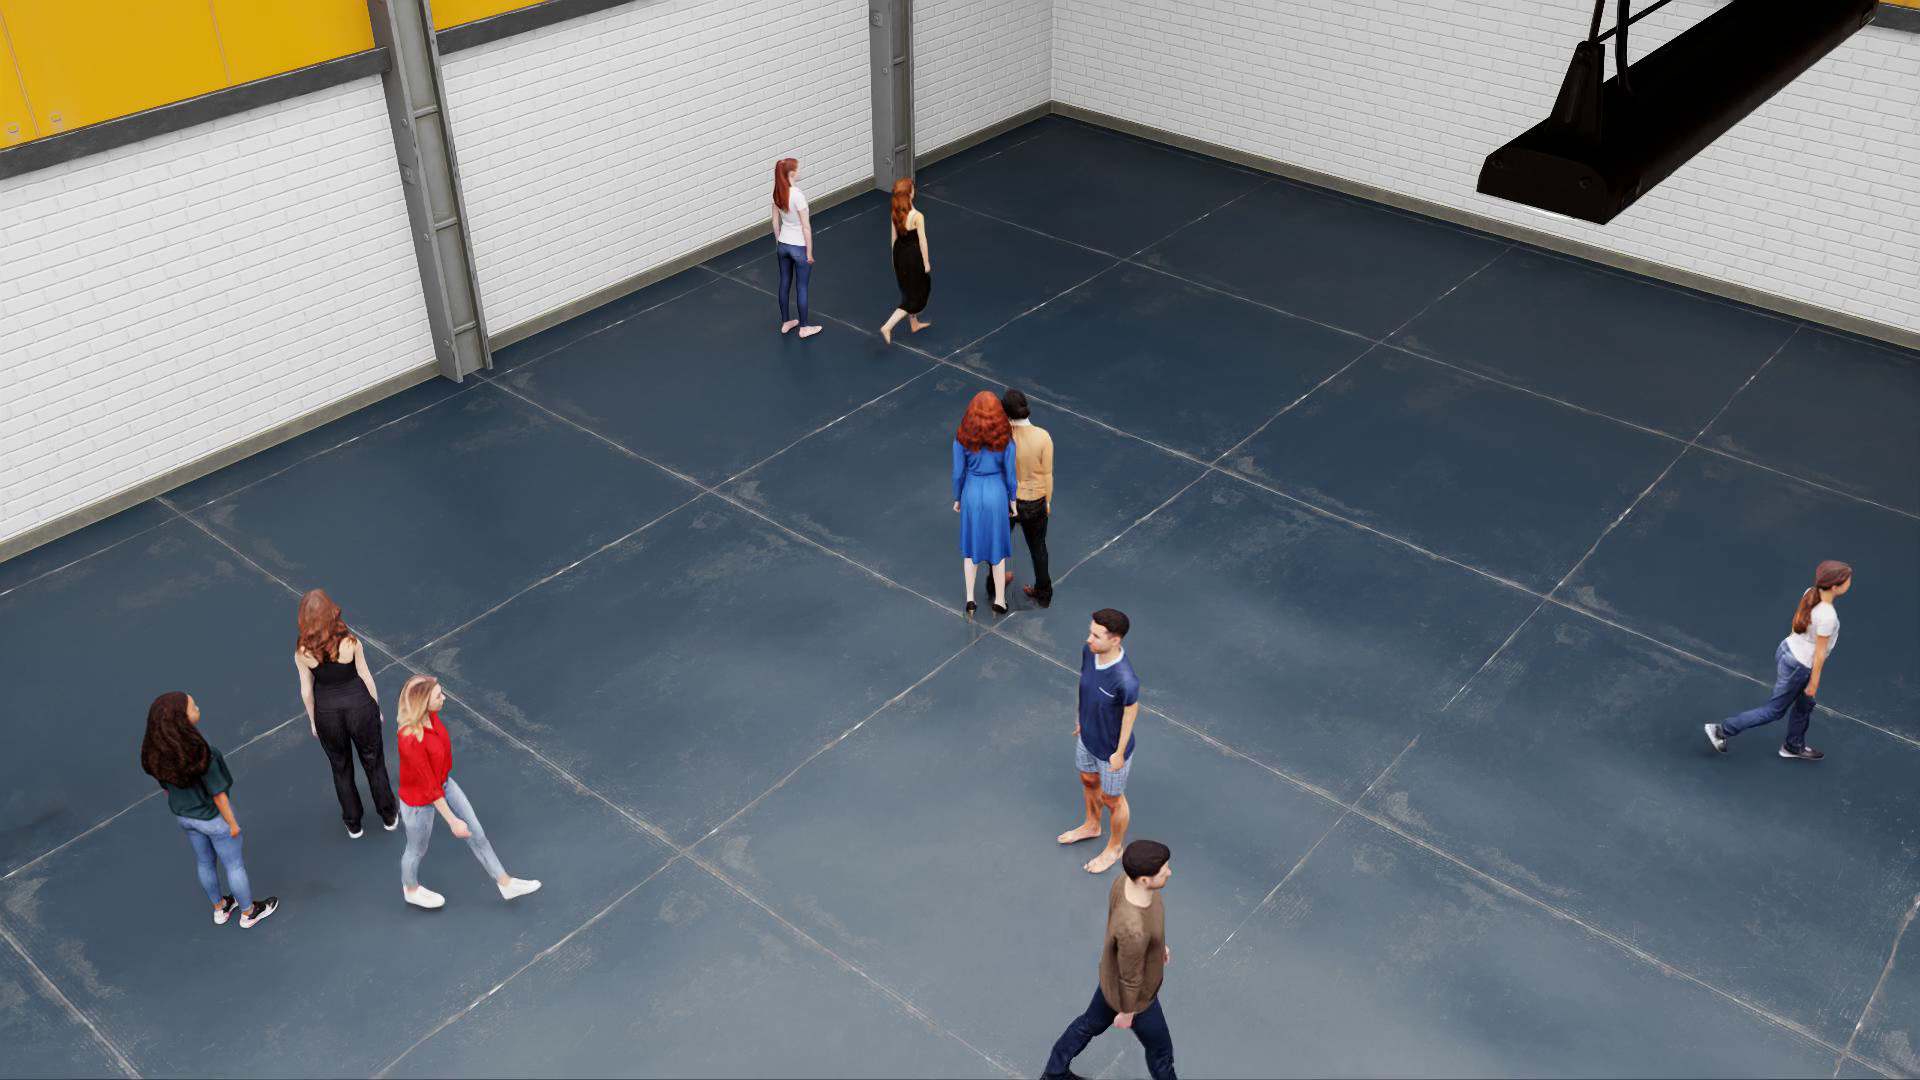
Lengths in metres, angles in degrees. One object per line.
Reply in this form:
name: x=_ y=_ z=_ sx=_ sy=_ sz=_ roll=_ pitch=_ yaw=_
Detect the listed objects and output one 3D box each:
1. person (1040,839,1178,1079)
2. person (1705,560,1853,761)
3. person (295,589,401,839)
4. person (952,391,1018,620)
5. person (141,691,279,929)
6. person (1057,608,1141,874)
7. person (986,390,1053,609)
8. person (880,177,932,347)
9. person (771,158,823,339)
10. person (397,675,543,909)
person: x=0.755 y=2.170 z=8.221 sx=1.192 sy=1.848 sz=1.172 roll=0 pitch=34 yaw=0
person: x=5.265 y=0.789 z=10.575 sx=0.942 sy=1.543 sz=1.027 roll=5 pitch=34 yaw=8
person: x=-3.694 y=1.053 z=9.994 sx=0.603 sy=1.745 sz=0.703 roll=-10 pitch=35 yaw=-15
person: x=0.171 y=-0.228 z=11.848 sx=0.716 sy=1.827 sz=0.736 roll=5 pitch=34 yaw=8
person: x=-4.265 y=1.536 z=9.386 sx=0.680 sy=1.615 sz=0.698 roll=11 pitch=35 yaw=15
person: x=0.856 y=1.147 z=9.759 sx=0.677 sy=1.849 sz=0.688 roll=-17 pitch=37 yaw=-24
person: x=0.402 y=-0.284 z=12.009 sx=0.829 sy=1.742 sz=0.853 roll=11 pitch=35 yaw=16
person: x=-0.537 y=-2.589 z=15.598 sx=0.957 sy=1.608 sz=0.622 roll=-28 pitch=43 yaw=-36
person: x=-1.585 y=-2.764 z=15.743 sx=0.574 sy=1.738 sz=0.533 roll=21 pitch=39 yaw=28
person: x=-3.087 y=1.475 z=9.432 sx=1.067 sy=1.664 sz=1.095 roll=4 pitch=34 yaw=6
